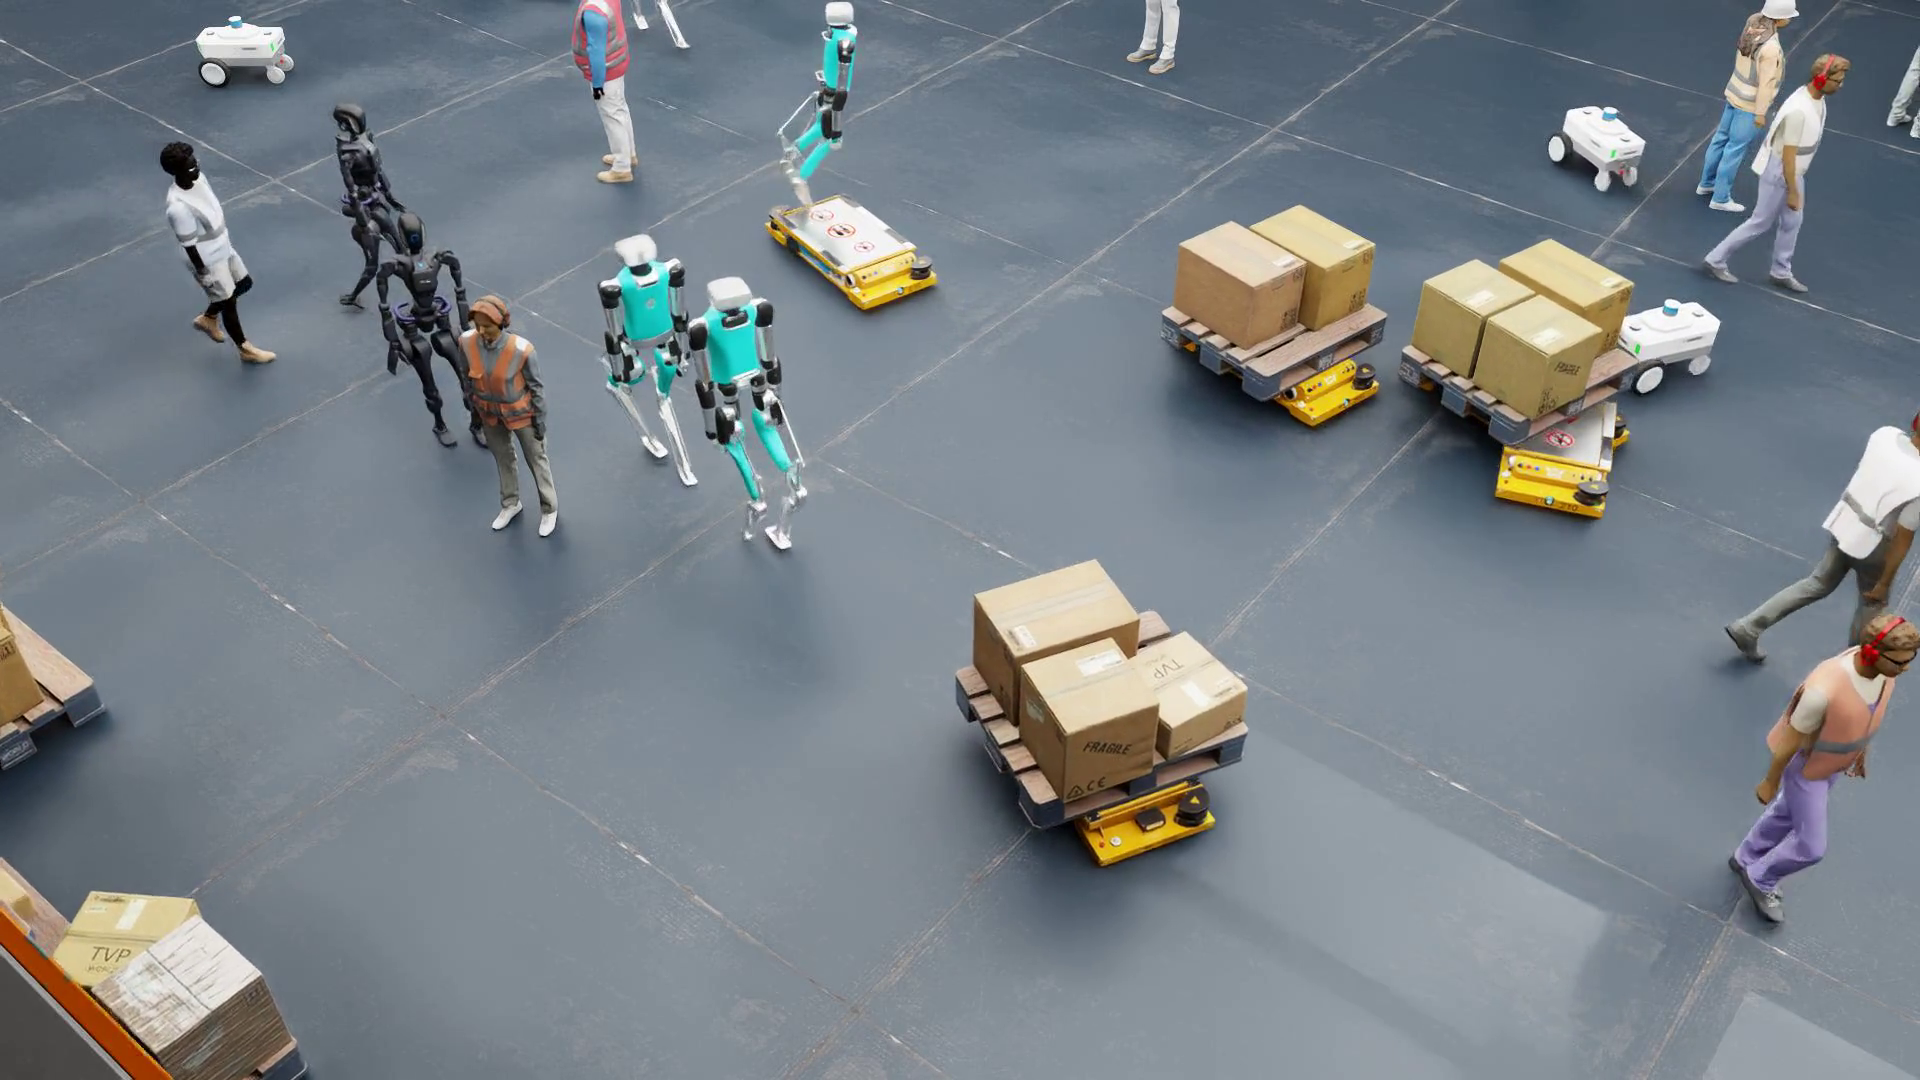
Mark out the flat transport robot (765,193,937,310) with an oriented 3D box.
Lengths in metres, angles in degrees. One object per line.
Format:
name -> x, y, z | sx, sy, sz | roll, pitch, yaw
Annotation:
flat transport robot -> -0.849, -2.235, 12.707 | 0.659, 0.231, 1.431 | -25, 46, -26

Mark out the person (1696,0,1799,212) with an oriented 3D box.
person -> 6.120, -3.414, 12.968 | 0.364, 1.728, 0.488 | -2, 40, -2

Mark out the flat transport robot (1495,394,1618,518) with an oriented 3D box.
flat transport robot -> 3.923, -0.697, 10.898 | 0.659, 0.231, 1.431 | 13, 42, 15

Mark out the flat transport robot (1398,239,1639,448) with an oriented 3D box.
flat transport robot -> 3.724, -0.970, 11.219 | 0.659, 0.231, 1.431 | -24, 46, -26

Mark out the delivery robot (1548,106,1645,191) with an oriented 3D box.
delivery robot -> 5.275, -3.270, 13.719 | 0.499, 0.614, 0.815 | -12, 42, -14

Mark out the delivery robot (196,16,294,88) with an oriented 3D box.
delivery robot -> -6.520, -4.436, 15.091 | 0.808, 0.614, 0.499 | 0, 40, 0

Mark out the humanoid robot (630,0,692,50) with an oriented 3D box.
humanoid robot -> -2.888, -5.417, 15.365 | 0.548, 1.728, 1.087 | -26, 47, -27

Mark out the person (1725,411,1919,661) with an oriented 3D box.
person -> 4.784, 0.021, 8.878 | 0.876, 1.799, 0.602 | -4, 41, -5

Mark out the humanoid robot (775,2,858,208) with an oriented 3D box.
humanoid robot -> -1.137, -3.195, 12.721 | 0.768, 1.780, 0.548 | -9, 41, -10

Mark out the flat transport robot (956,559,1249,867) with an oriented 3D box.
flat transport robot -> 0.712, 1.068, 8.821 | 0.659, 0.231, 1.431 | -16, 43, -18

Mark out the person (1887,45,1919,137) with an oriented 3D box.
person -> 8.298, -4.238, 13.934 | 0.350, 1.735, 0.491 | -13, 42, -15

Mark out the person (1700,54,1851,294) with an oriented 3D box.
person -> 5.951, -2.629, 11.974 | 0.720, 1.813, 0.572 | 29, 48, 30

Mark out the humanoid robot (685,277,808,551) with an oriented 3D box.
humanoid robot -> -1.173, -0.607, 9.679 | 0.531, 1.804, 0.767 | -22, 45, -24

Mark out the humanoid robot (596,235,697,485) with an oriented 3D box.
humanoid robot -> -2.003, -1.186, 10.352 | 0.544, 1.786, 0.797 | -22, 45, -24

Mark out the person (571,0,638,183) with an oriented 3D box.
person -> -2.857, -3.768, 13.307 | 0.431, 1.837, 0.630 | -1, 40, -1

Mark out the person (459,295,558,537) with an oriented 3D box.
person -> -2.681, -0.739, 9.886 | 0.510, 1.641, 0.306 | 9, 41, 11

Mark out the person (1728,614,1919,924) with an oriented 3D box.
person -> 3.976, 1.064, 7.618 | 0.587, 1.825, 0.565 | -23, 46, -25

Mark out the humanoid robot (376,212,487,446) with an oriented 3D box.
humanoid robot -> -3.349, -1.285, 10.502 | 0.589, 1.640, 0.423 | -22, 45, -24

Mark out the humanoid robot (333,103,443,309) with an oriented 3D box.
humanoid robot -> -4.191, -2.346, 11.788 | 0.710, 1.631, 0.595 | 2, 40, 2

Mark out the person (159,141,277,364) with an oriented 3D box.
person -> -5.096, -1.928, 11.249 | 0.481, 1.680, 0.546 | -1, 40, -2

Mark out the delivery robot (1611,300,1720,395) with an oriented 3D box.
delivery robot -> 4.816, -1.372, 11.474 | 0.784, 0.599, 0.499 | -13, 42, -15

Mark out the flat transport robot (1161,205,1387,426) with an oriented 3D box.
flat transport robot -> 2.164, -1.303, 11.611 | 0.659, 0.231, 1.431 | -27, 47, -28

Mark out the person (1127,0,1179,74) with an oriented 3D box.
person -> 1.809, -5.133, 14.872 | 0.356, 1.882, 0.572 | -24, 46, -26
